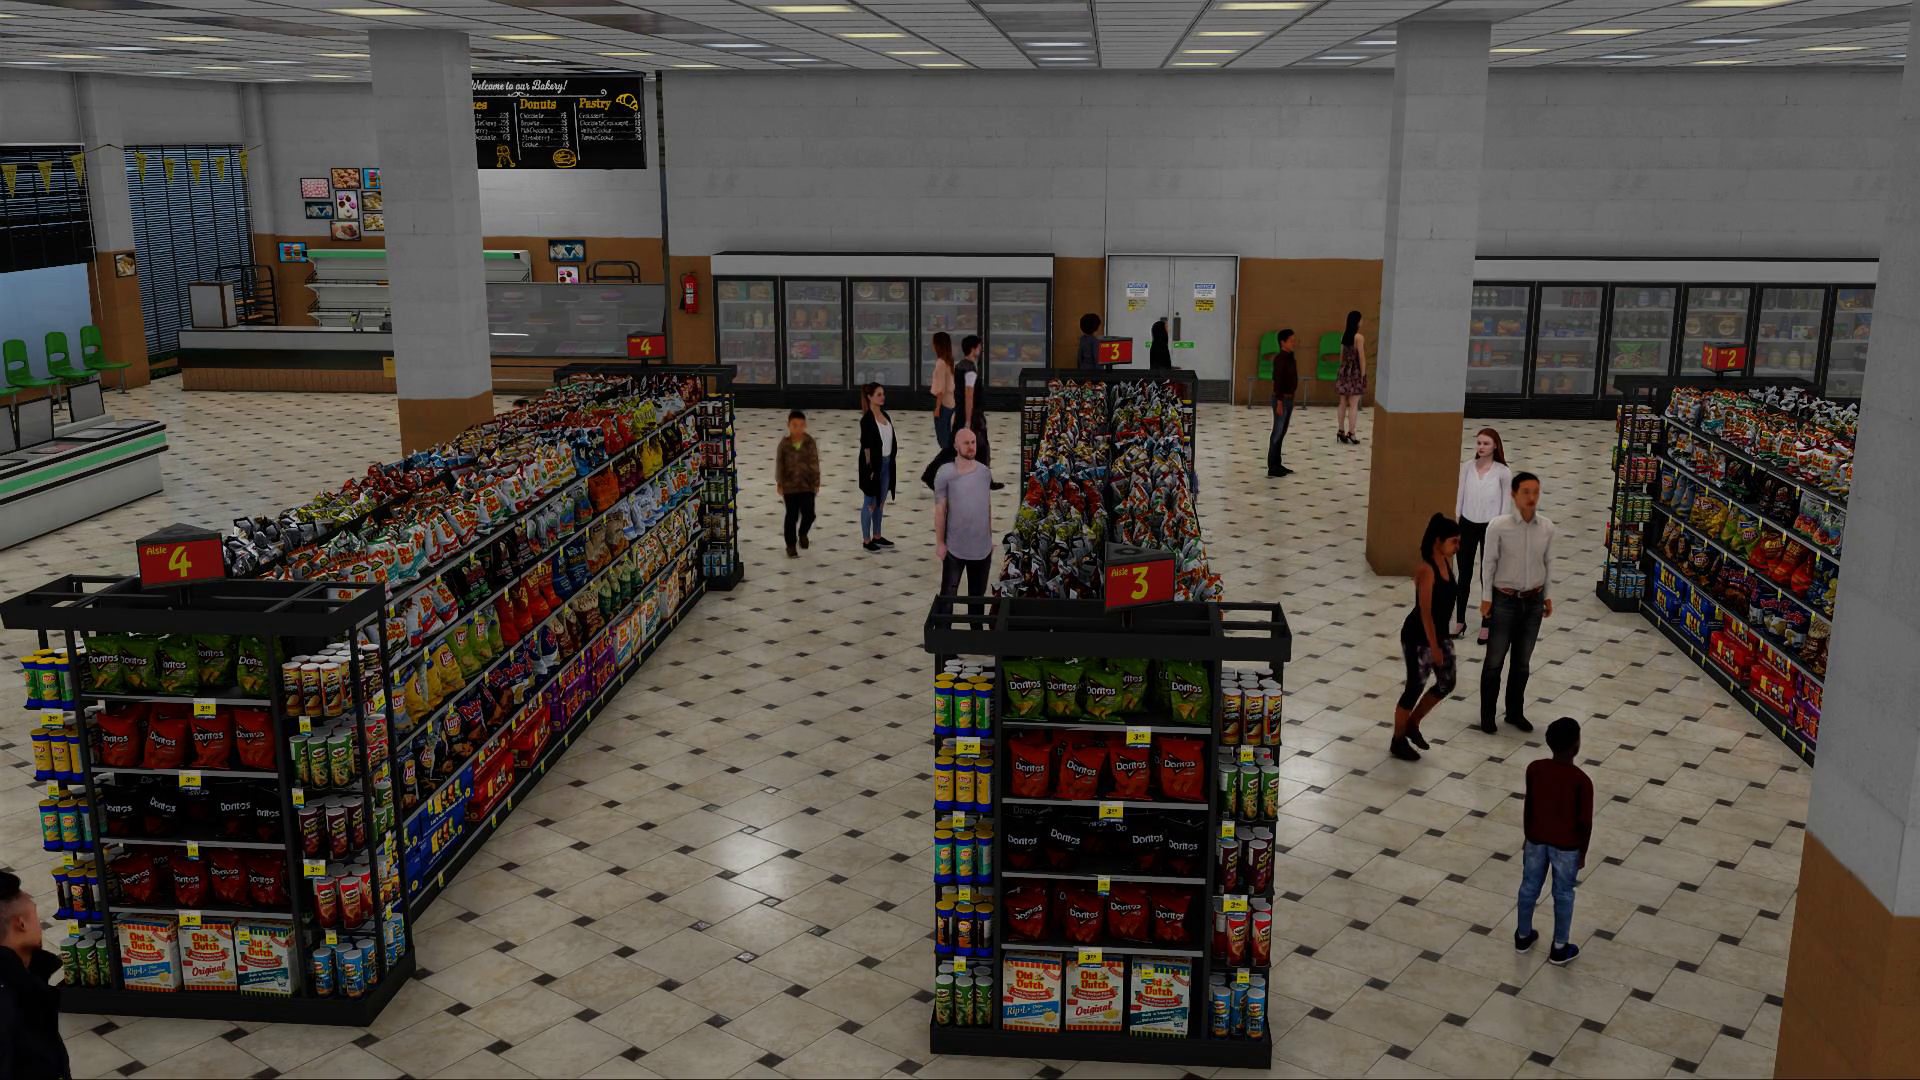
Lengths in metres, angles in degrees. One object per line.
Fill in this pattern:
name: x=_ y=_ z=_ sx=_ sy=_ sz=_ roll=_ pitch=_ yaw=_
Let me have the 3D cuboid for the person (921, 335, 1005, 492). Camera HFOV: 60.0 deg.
person: x=-0.001 y=-1.391 z=18.939 sx=1.077 sy=1.810 sz=1.237 roll=-5 pitch=15 yaw=-21

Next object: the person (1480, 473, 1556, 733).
person: x=3.824 y=0.422 z=11.460 sx=0.694 sy=1.813 sz=0.605 roll=-1 pitch=14 yaw=-4

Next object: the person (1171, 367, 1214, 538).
person: x=2.056 y=-0.841 z=16.757 sx=0.829 sy=1.770 sz=0.904 roll=-4 pitch=14 yaw=-17

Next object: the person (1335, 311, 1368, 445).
person: x=5.249 y=-2.182 z=22.277 sx=0.860 sy=1.774 sz=0.784 roll=-7 pitch=16 yaw=-28

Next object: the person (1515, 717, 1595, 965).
person: x=2.948 y=1.483 z=8.270 sx=0.577 sy=1.254 sz=0.618 roll=11 pitch=17 yaw=38

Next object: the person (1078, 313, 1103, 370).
person: x=1.758 y=-2.217 z=22.556 sx=0.731 sy=1.710 sz=0.635 roll=-8 pitch=16 yaw=-30

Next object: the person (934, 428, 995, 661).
person: x=0.049 y=0.021 z=13.059 sx=0.764 sy=1.838 sz=0.788 roll=-8 pitch=16 yaw=-30

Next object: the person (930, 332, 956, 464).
person: x=-0.188 y=-1.578 z=19.754 sx=0.692 sy=1.790 sz=0.516 roll=4 pitch=14 yaw=15

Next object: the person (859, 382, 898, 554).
person: x=-0.843 y=-0.729 z=16.479 sx=0.770 sy=1.684 sz=0.644 roll=8 pitch=16 yaw=30

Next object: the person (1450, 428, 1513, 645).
person: x=4.213 y=-0.039 z=13.472 sx=0.667 sy=1.760 sz=0.677 roll=10 pitch=17 yaw=36

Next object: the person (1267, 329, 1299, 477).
person: x=3.904 y=-1.671 z=20.157 sx=0.777 sy=1.779 sz=0.603 roll=7 pitch=15 yaw=28

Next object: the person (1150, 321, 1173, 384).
person: x=2.703 y=-2.157 z=22.518 sx=0.673 sy=1.611 sz=0.545 roll=0 pitch=14 yaw=-1

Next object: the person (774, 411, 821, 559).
person: x=-1.592 y=-0.558 z=16.293 sx=0.705 sy=1.439 sz=0.753 roll=-3 pitch=14 yaw=-10

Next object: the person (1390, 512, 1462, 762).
person: x=3.026 y=0.619 z=10.963 sx=0.822 sy=1.663 sz=0.735 roll=13 pitch=19 yaw=43
